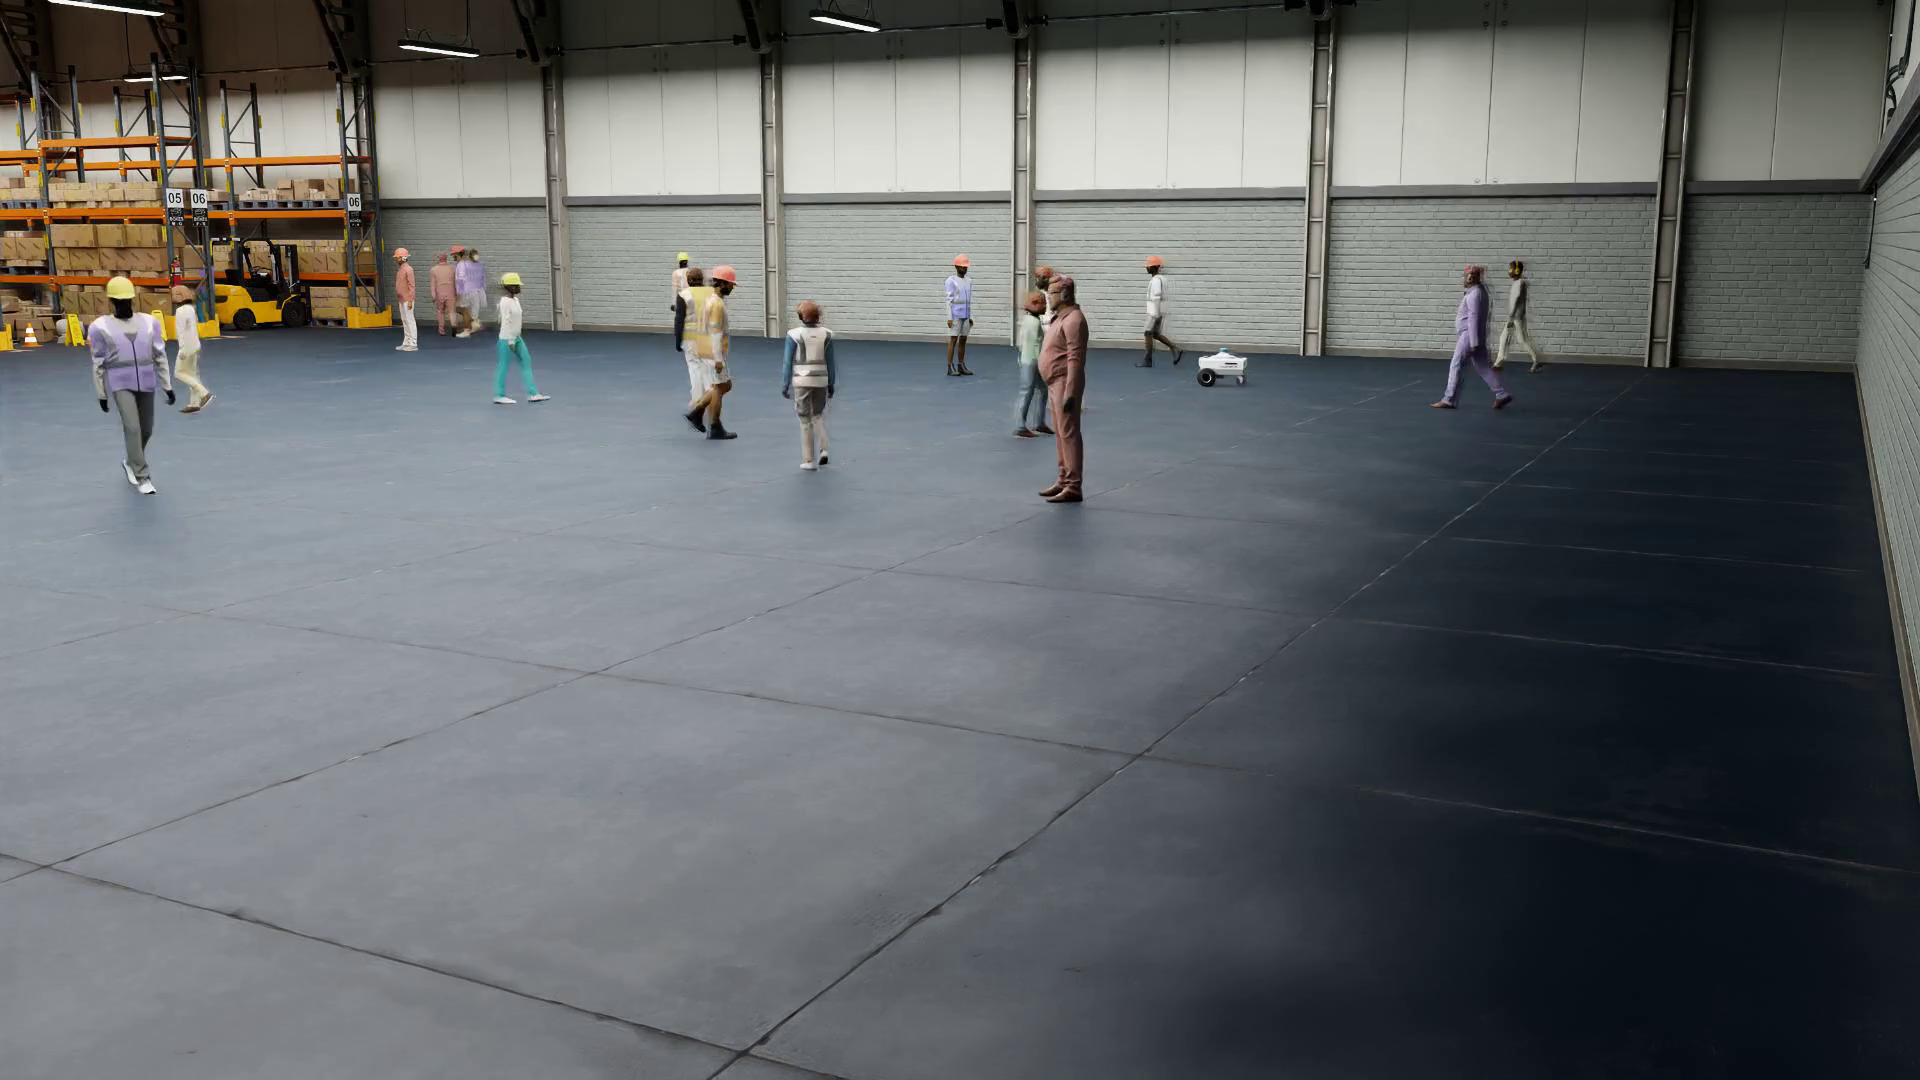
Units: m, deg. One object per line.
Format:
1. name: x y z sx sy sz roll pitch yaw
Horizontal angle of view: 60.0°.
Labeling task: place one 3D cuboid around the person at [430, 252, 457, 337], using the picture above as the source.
1. person: -11.400 -5.439 36.861 0.642 1.878 0.845 -4 11 -23

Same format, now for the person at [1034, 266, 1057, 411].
1. person: 1.213 -2.548 21.150 0.440 1.854 0.668 -8 13 -36

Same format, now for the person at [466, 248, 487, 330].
1. person: -11.472 -5.914 39.292 0.572 1.927 0.649 5 12 28

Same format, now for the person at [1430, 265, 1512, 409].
1. person: 6.646 -2.599 21.412 0.967 1.869 0.653 6 12 30

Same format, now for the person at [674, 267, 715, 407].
1. person: -3.424 -2.631 21.658 0.651 1.832 0.448 -8 13 -38

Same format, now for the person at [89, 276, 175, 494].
1. person: -7.325 -1.379 14.675 0.910 1.896 0.597 10 14 44

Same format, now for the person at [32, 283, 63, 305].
1. person: -22.314 -6.084 40.591 0.923 1.798 0.627 5 12 27

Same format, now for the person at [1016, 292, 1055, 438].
1. person: 0.893 -1.934 18.436 0.604 1.611 0.535 -1 10 -4

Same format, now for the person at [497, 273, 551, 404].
1. person: -5.841 -2.668 22.088 0.798 1.733 0.556 1 10 7

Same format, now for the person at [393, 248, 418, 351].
1. person: -10.805 -4.680 32.388 0.381 1.994 0.622 -8 13 -38

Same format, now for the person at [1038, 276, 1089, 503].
1. person: 0.860 -1.272 14.050 0.403 1.904 0.651 -1 10 -7

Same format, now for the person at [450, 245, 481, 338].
1. person: -10.883 -5.440 36.469 0.506 2.016 0.654 -4 11 -20

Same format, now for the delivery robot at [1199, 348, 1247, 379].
1. delivery robot: 3.922 -2.614 24.798 0.707 0.478 0.477 2 11 10

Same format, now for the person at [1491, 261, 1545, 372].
1. person: 9.151 -3.649 27.234 0.938 1.834 0.534 1 10 5

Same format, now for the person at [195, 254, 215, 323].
1. person: -17.391 -5.666 38.228 0.525 1.825 0.558 5 12 25

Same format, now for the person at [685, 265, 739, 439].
1. person: -2.689 -2.048 18.255 0.559 1.912 0.574 -2 11 -10

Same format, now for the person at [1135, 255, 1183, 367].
1. person: 3.387 -3.874 28.220 0.725 1.916 0.560 3 11 15

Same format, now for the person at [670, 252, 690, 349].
1. person: -5.440 -4.712 32.800 0.417 1.912 0.587 9 14 40

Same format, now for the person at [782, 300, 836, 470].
1. person: -1.453 -1.478 15.949 0.516 1.625 0.375 -7 13 -34

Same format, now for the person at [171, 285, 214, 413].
1. person: -9.727 -2.400 20.964 0.393 1.616 0.523 -2 11 -9

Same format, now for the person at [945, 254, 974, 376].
1. person: 0.018 -3.589 26.600 0.373 1.935 0.552 10 14 43
